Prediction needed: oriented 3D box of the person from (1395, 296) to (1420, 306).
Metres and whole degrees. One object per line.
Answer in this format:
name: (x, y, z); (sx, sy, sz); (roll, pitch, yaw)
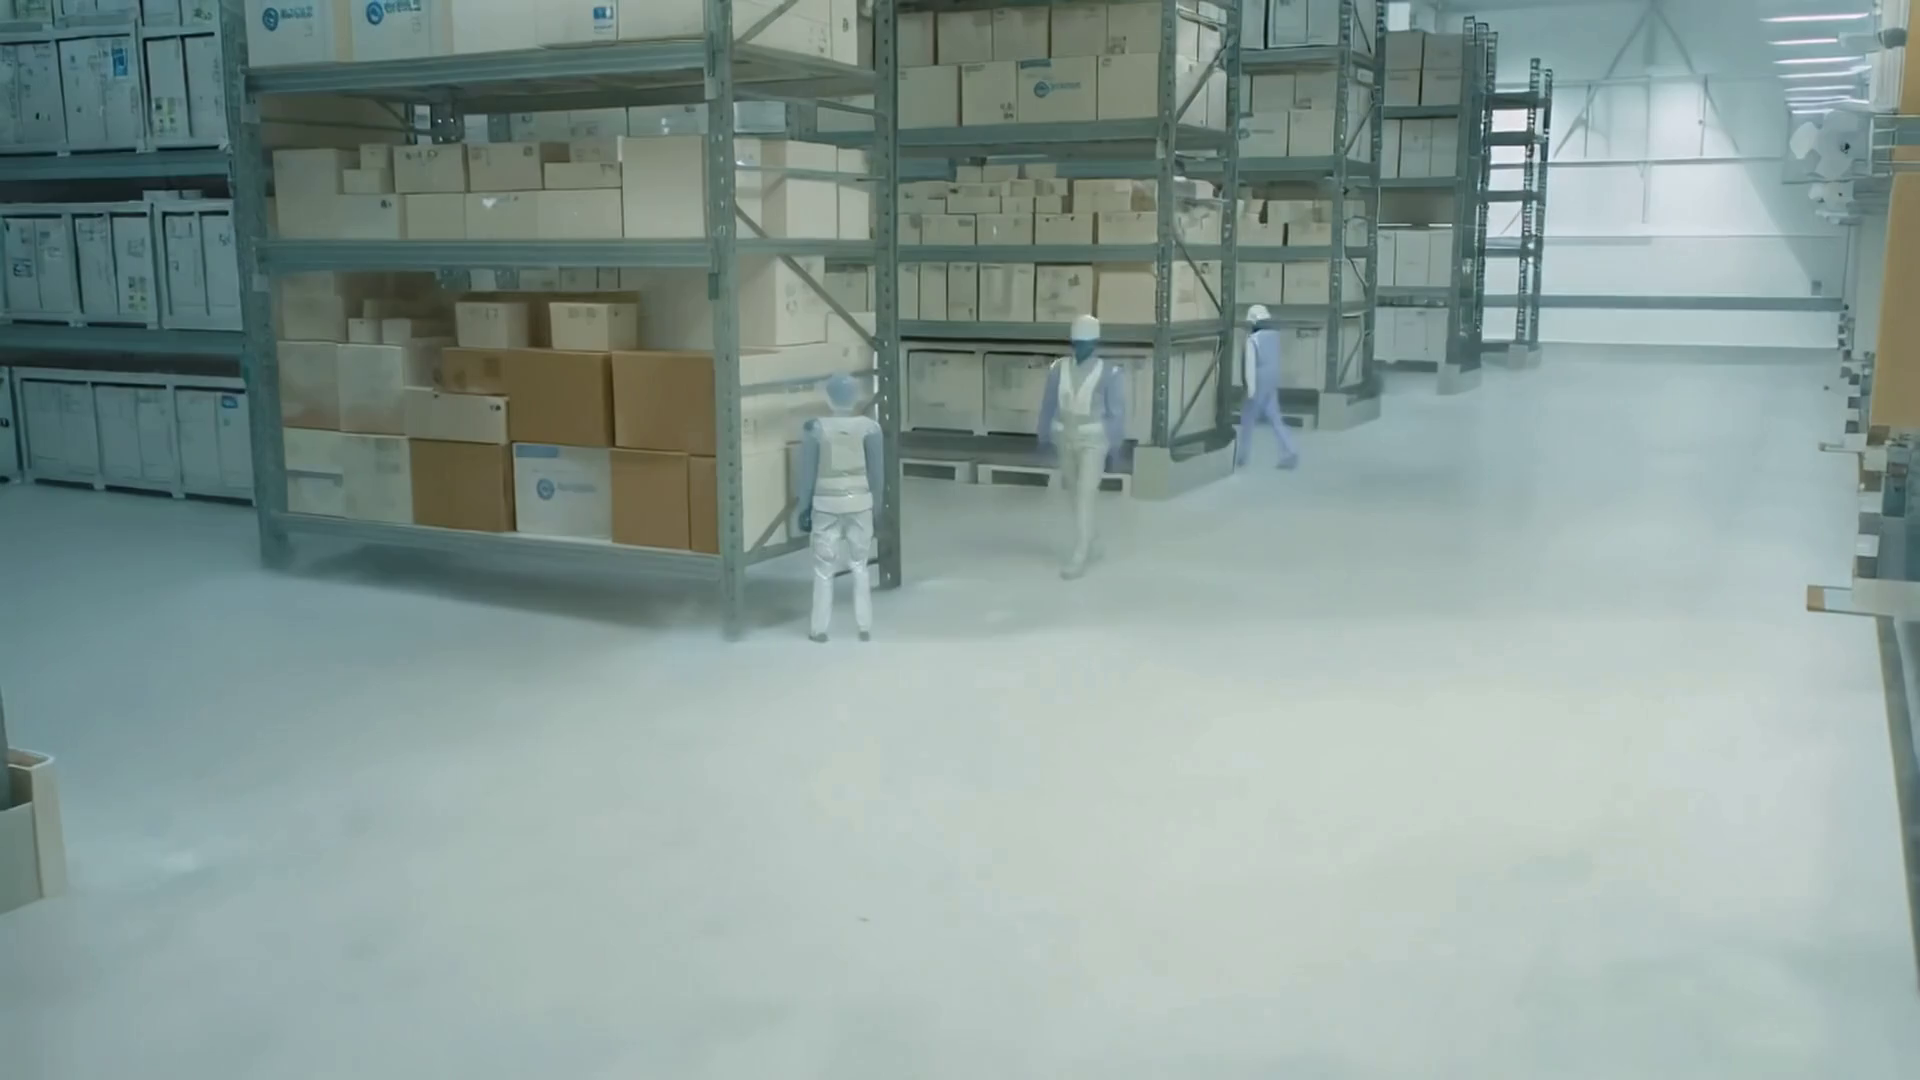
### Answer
person: (10.654, -5.349, 39.584); (0.586, 1.708, 0.477); (1, 10, 3)

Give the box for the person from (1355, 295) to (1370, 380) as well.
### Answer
person: (6.387, -3.142, 26.807); (0.753, 1.715, 0.488); (4, 10, 20)

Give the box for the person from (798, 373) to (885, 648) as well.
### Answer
person: (-0.698, -0.174, 9.881); (0.526, 1.629, 0.314); (-4, 10, -20)

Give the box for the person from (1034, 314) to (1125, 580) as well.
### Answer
person: (0.917, -0.713, 12.216); (0.615, 1.909, 0.979); (6, 11, 30)

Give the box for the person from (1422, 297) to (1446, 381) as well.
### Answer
person: (8.767, -3.835, 30.258); (0.743, 1.916, 0.633); (6, 11, 30)

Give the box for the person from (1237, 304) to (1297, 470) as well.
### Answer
person: (3.289, -1.645, 17.946); (0.607, 1.791, 0.924); (-8, 13, -38)
